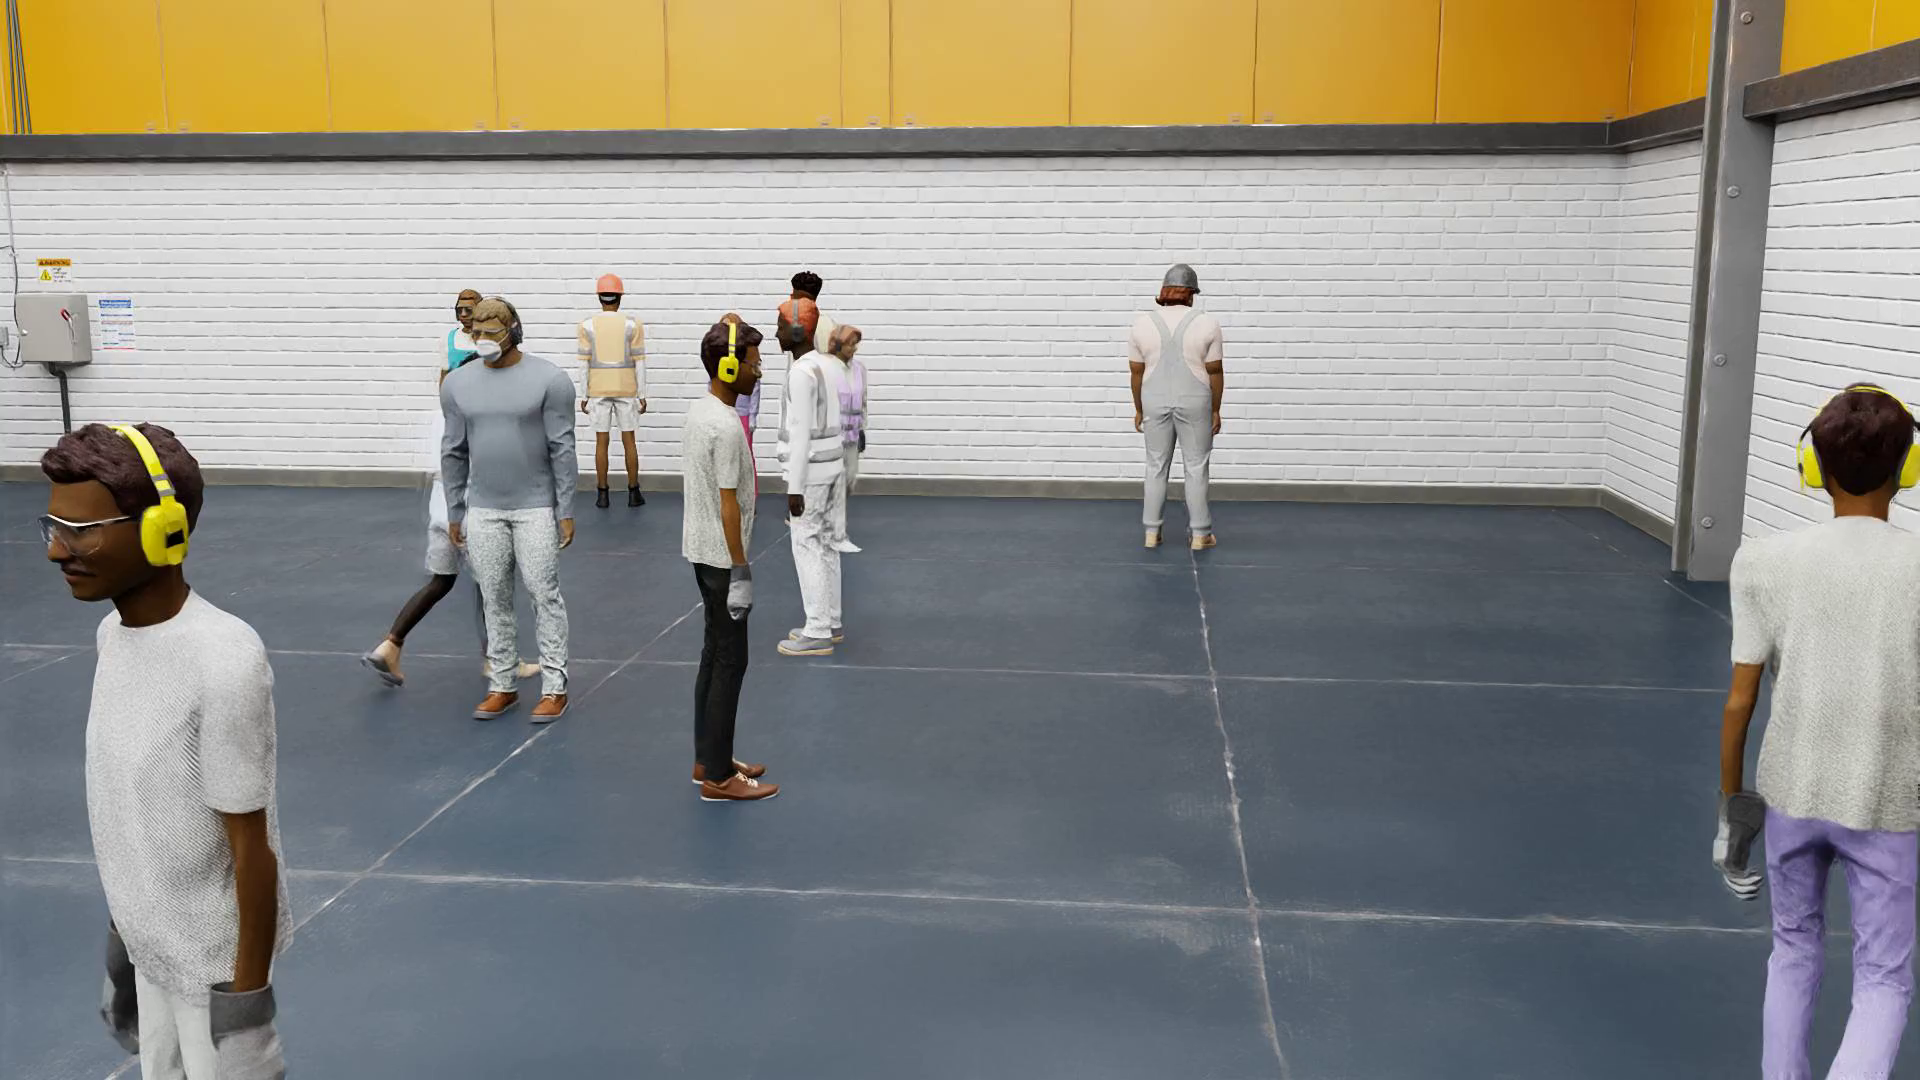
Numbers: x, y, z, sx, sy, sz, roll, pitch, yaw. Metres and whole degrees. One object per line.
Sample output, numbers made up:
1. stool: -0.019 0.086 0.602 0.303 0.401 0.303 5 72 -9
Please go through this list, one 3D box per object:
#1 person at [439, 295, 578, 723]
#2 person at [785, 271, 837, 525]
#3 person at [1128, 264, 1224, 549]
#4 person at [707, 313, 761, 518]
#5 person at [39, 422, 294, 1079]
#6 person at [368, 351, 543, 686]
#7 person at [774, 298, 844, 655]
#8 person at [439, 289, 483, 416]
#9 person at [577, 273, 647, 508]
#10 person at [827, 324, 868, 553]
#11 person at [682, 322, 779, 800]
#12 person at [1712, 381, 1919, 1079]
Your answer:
1. person: -2.033 -0.133 7.515 0.636 1.928 0.386 1 10 7
2. person: -1.151 -1.085 12.836 0.368 1.967 0.600 4 11 24
3. person: 1.565 -0.957 11.891 0.672 2.000 0.536 4 11 20
4. person: -1.795 -0.973 13.137 0.507 1.636 0.277 7 12 33
5. person: -1.287 0.728 2.774 0.512 1.862 0.322 9 13 42
6. person: -2.462 -0.087 8.010 0.793 1.657 0.601 -8 12 -37
7. person: -0.792 -0.329 8.776 0.346 1.878 0.586 2 10 9
8. person: -3.519 -0.889 12.062 0.506 1.847 0.345 0 10 -2
9. person: -2.868 -1.230 13.758 0.552 1.932 0.377 -1 10 -8
10. person: -0.922 -0.736 11.855 0.651 1.610 0.547 9 14 43
11. person: -0.895 0.090 6.440 0.341 1.857 0.524 -4 11 -22
12. person: 1.873 0.597 3.541 0.523 1.853 0.679 7 12 36
